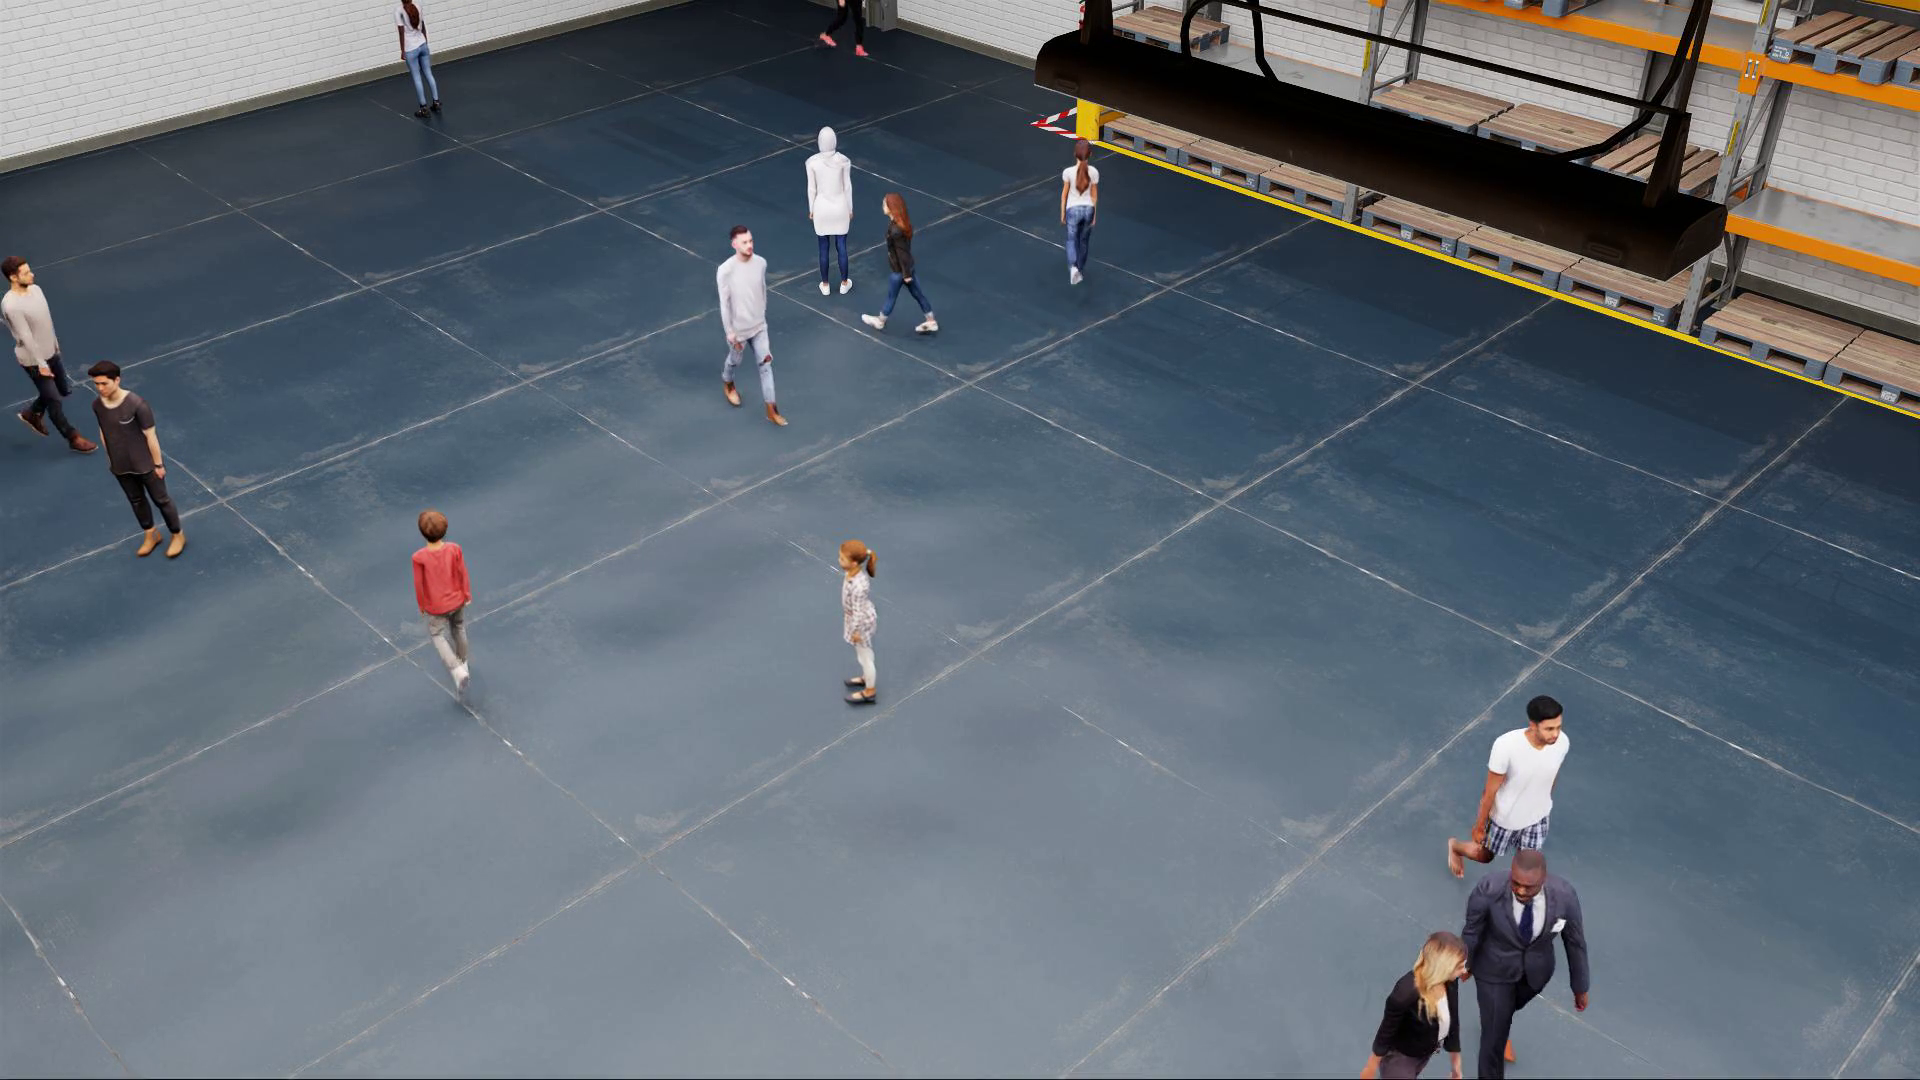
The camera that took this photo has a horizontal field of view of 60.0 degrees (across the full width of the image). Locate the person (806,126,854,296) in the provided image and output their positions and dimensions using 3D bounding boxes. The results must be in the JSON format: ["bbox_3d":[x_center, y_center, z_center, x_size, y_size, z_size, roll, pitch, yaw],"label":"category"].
[{"bbox_3d":[-1.320,-3.362,17.012,0.686,1.775,0.731,-2,34,-3],"label":"person"}]

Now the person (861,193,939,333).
[{"bbox_3d":[-0.486,-2.664,16.267,1.077,1.439,0.927,5,34,8],"label":"person"}]

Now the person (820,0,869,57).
[{"bbox_3d":[-1.659,-7.766,23.738,1.068,1.665,0.681,19,38,26],"label":"person"}]

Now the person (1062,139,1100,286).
[{"bbox_3d":[1.249,-3.358,17.217,0.851,1.541,0.905,1,34,1],"label":"person"}]

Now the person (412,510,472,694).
[{"bbox_3d":[-3.588,0.450,11.614,0.601,1.403,0.798,-21,39,-28],"label":"person"}]

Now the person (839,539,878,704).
[{"bbox_3d":[-0.682,0.551,11.547,0.660,1.309,0.582,-5,34,-7],"label":"person"}]

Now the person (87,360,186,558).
[{"bbox_3d":[-6.447,-0.653,12.995,0.662,1.711,0.753,5,34,8],"label":"person"}]

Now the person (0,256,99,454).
[{"bbox_3d":[-7.964,-1.565,14.244,1.052,1.847,0.957,3,34,4],"label":"person"}]

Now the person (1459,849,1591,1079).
[{"bbox_3d":[2.858,2.192,8.656,1.256,1.777,1.296,0,34,-1],"label":"person"}]

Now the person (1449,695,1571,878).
[{"bbox_3d":[3.192,1.540,9.698,1.015,1.708,1.176,-6,34,-10],"label":"person"}]

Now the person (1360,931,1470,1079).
[{"bbox_3d":[2.146,2.524,8.286,0.654,1.632,0.882,-23,40,-30],"label":"person"}]

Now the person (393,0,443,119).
[{"bbox_3d":[-7.062,-6.367,21.584,0.556,1.719,0.605,23,40,30],"label":"person"}]

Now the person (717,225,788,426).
[{"bbox_3d":[-1.974,-1.954,14.869,0.839,1.802,1.223,-21,39,-28],"label":"person"}]
